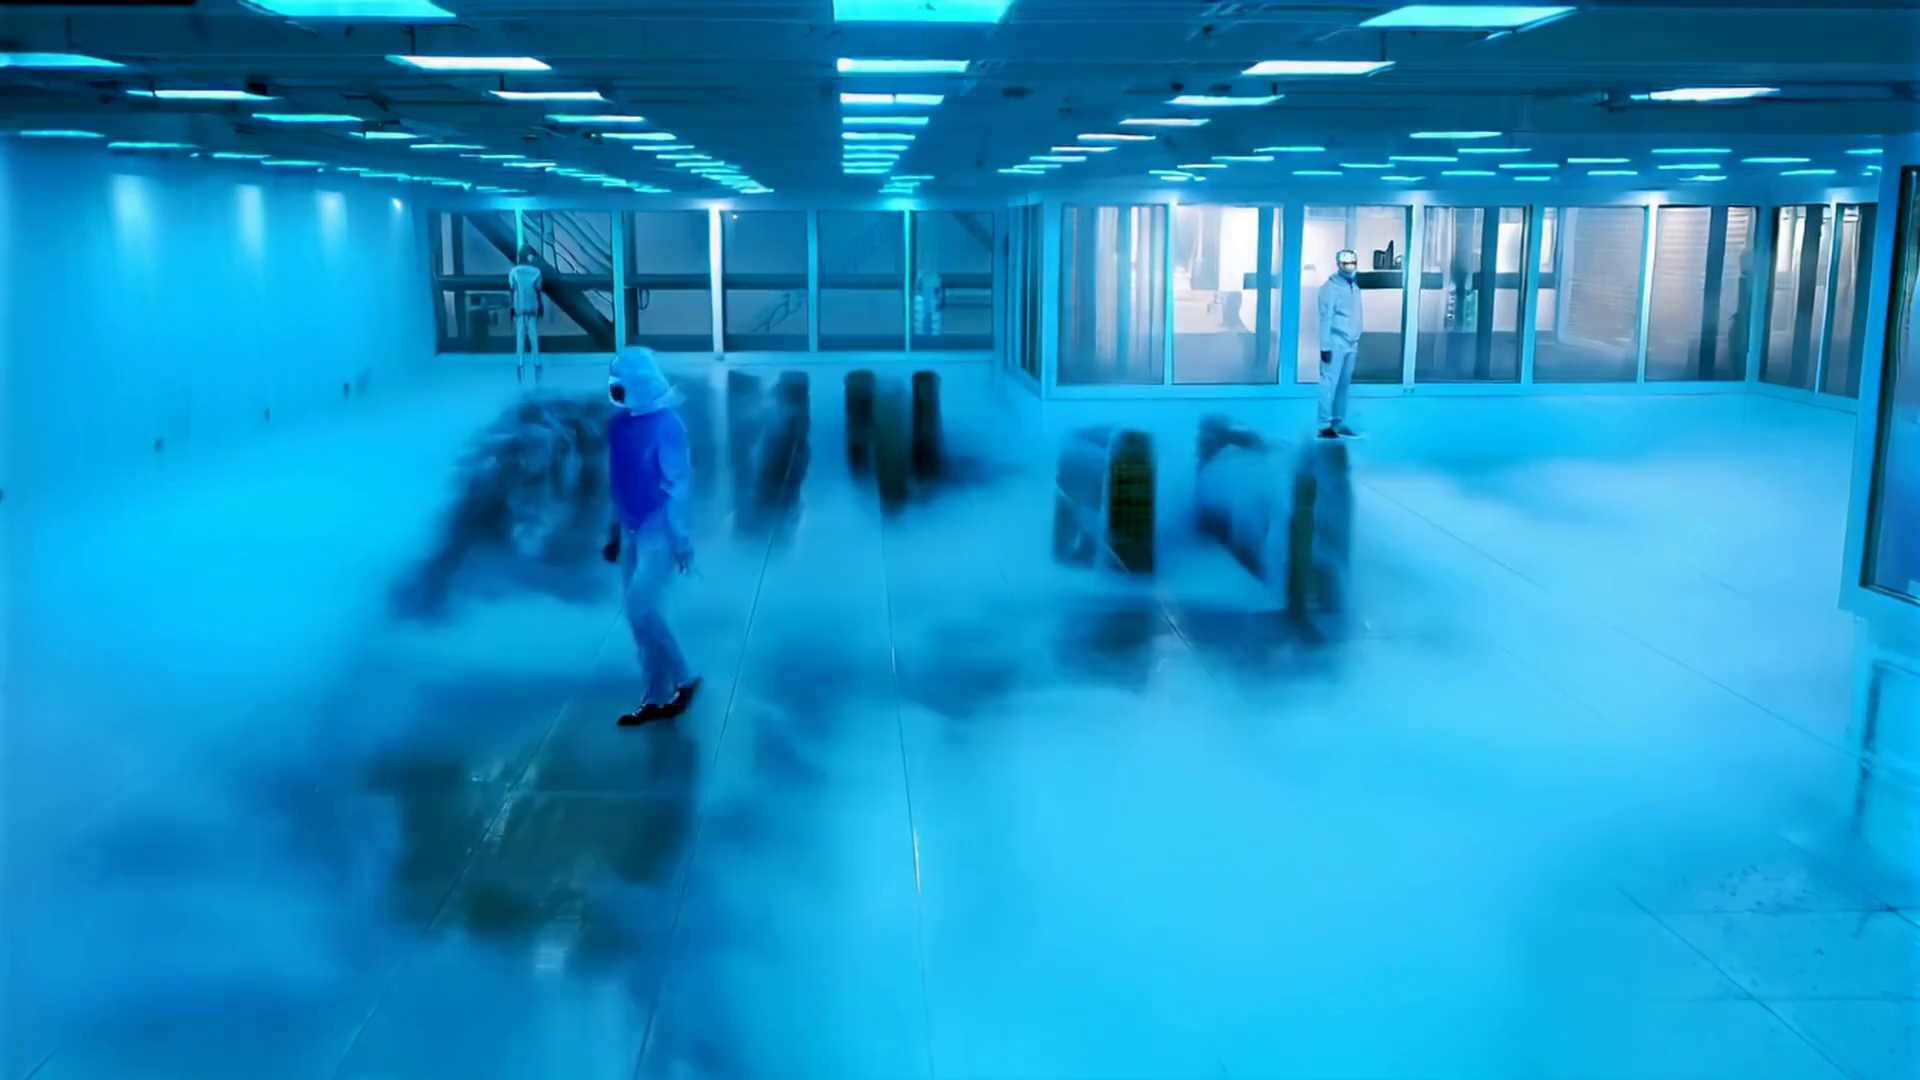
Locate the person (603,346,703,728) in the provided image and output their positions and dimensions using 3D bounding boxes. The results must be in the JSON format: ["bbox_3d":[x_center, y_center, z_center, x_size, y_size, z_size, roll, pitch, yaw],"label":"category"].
[{"bbox_3d":[-1.333,0.002,6.941,0.340,1.618,0.528,-9,14,-40],"label":"person"}]

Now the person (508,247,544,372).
[{"bbox_3d":[-6.461,-3.423,24.795,0.502,1.861,0.328,-2,11,-9],"label":"person"}]

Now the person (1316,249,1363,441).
[{"bbox_3d":[3.843,-1.956,16.730,0.406,1.911,0.637,10,14,42],"label":"person"}]
